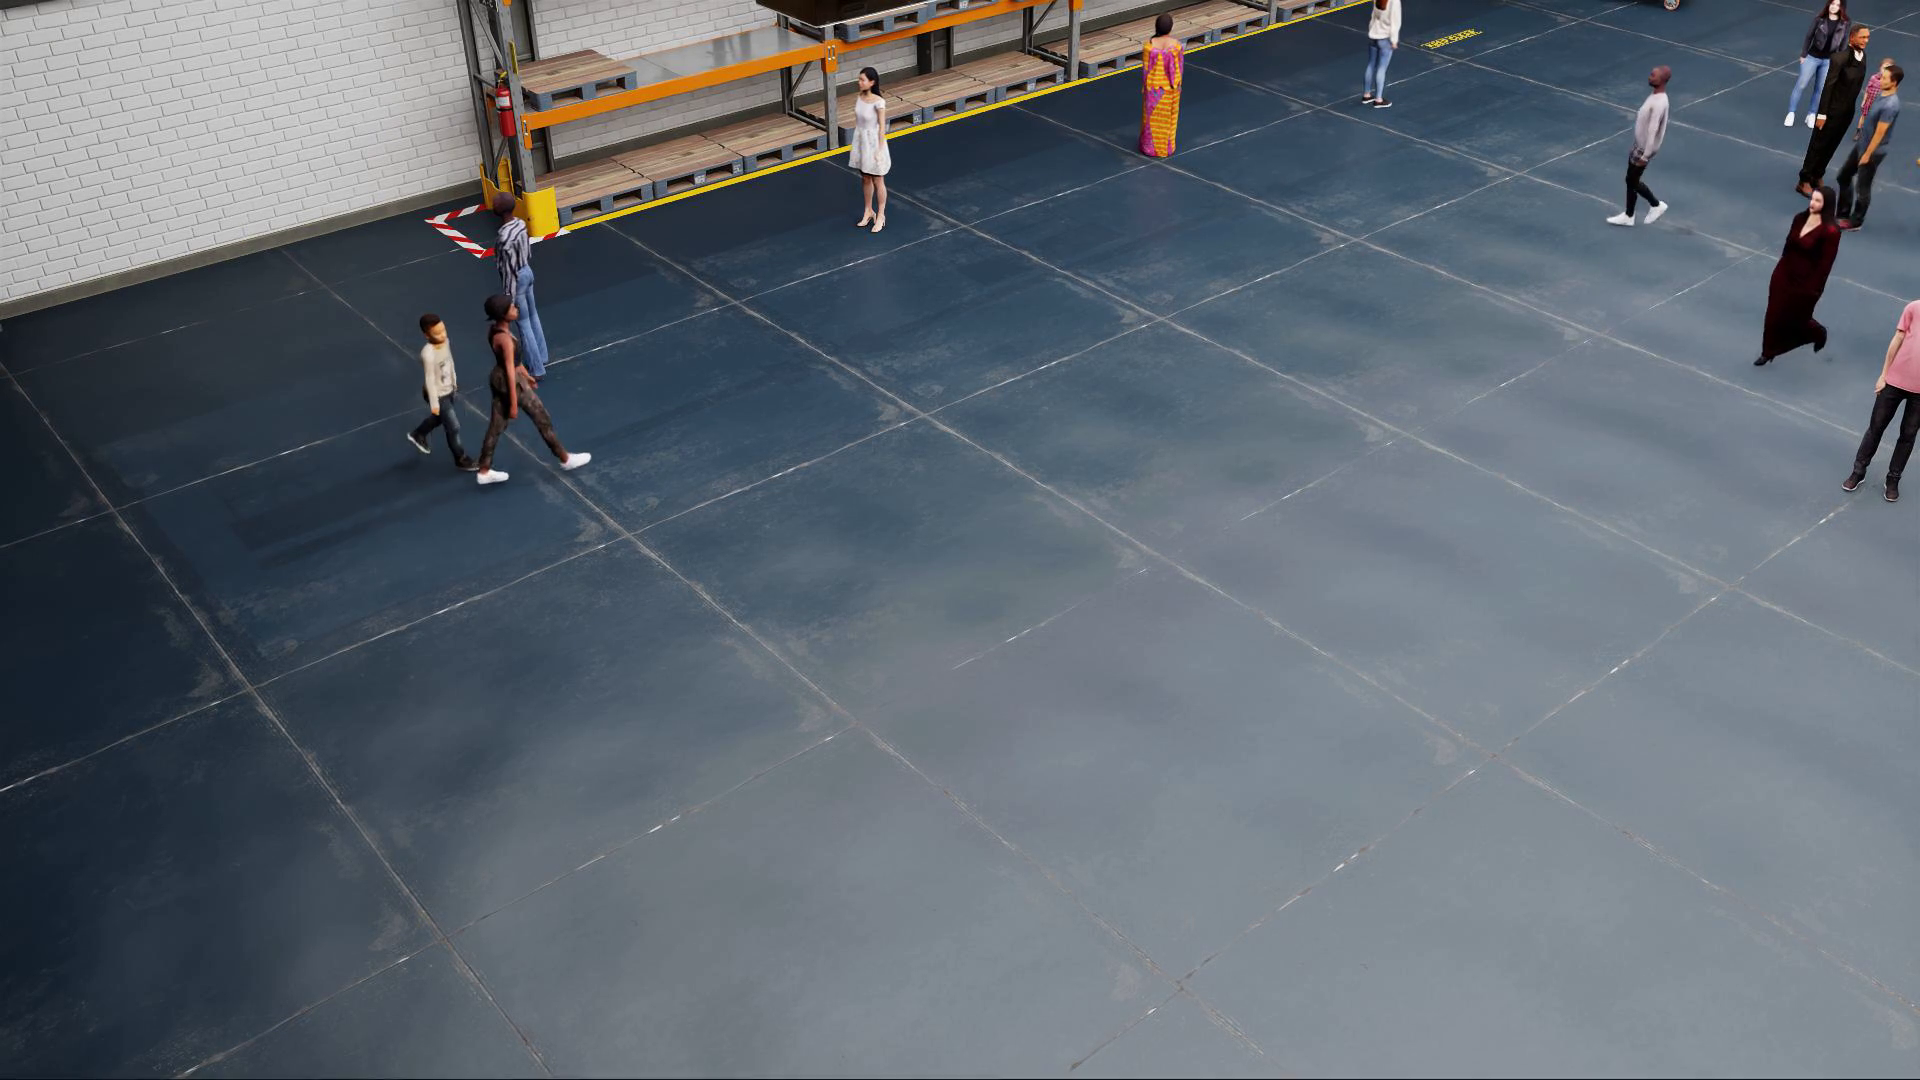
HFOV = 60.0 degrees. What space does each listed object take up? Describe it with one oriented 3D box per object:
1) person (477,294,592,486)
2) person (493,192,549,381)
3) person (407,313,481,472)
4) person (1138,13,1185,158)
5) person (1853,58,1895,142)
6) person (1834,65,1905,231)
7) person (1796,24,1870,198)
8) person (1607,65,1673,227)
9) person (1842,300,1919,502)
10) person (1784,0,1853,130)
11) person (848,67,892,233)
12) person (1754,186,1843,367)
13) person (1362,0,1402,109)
[{"bbox_3d":[-3.677,-1.163,13.315,1.194,1.647,0.725,-17,37,-24],"label":"person"},{"bbox_3d":[-3.929,-2.256,14.826,0.745,1.796,0.690,2,34,3],"label":"person"},{"bbox_3d":[-4.306,-1.207,13.567,0.973,1.441,0.926,1,34,1],"label":"person"},{"bbox_3d":[2.378,-5.409,19.668,0.783,1.687,0.841,4,34,6],"label":"person"},{"bbox_3d":[11.109,-5.347,20.176,0.495,1.020,0.534,14,36,20],"label":"person"},{"bbox_3d":[9.757,-4.150,17.670,0.862,1.802,0.781,6,34,10],"label":"person"},{"bbox_3d":[9.774,-4.803,18.559,0.604,1.904,0.805,-18,38,-25],"label":"person"},{"bbox_3d":[7.395,-4.165,17.727,0.926,1.763,0.880,6,34,9],"label":"person"},{"bbox_3d":[7.533,-1.252,13.168,0.686,1.958,0.662,18,38,25],"label":"person"},{"bbox_3d":[10.582,-5.905,20.464,0.721,1.631,0.740,9,35,14],"label":"person"},{"bbox_3d":[-0.953,-4.158,17.706,0.619,1.774,0.637,-26,41,-33],"label":"person"},{"bbox_3d":[7.662,-2.366,15.040,0.967,1.742,0.822,-12,35,-17],"label":"person"},{"bbox_3d":[5.355,-6.362,21.098,0.638,1.691,0.671,-14,36,-20],"label":"person"}]
